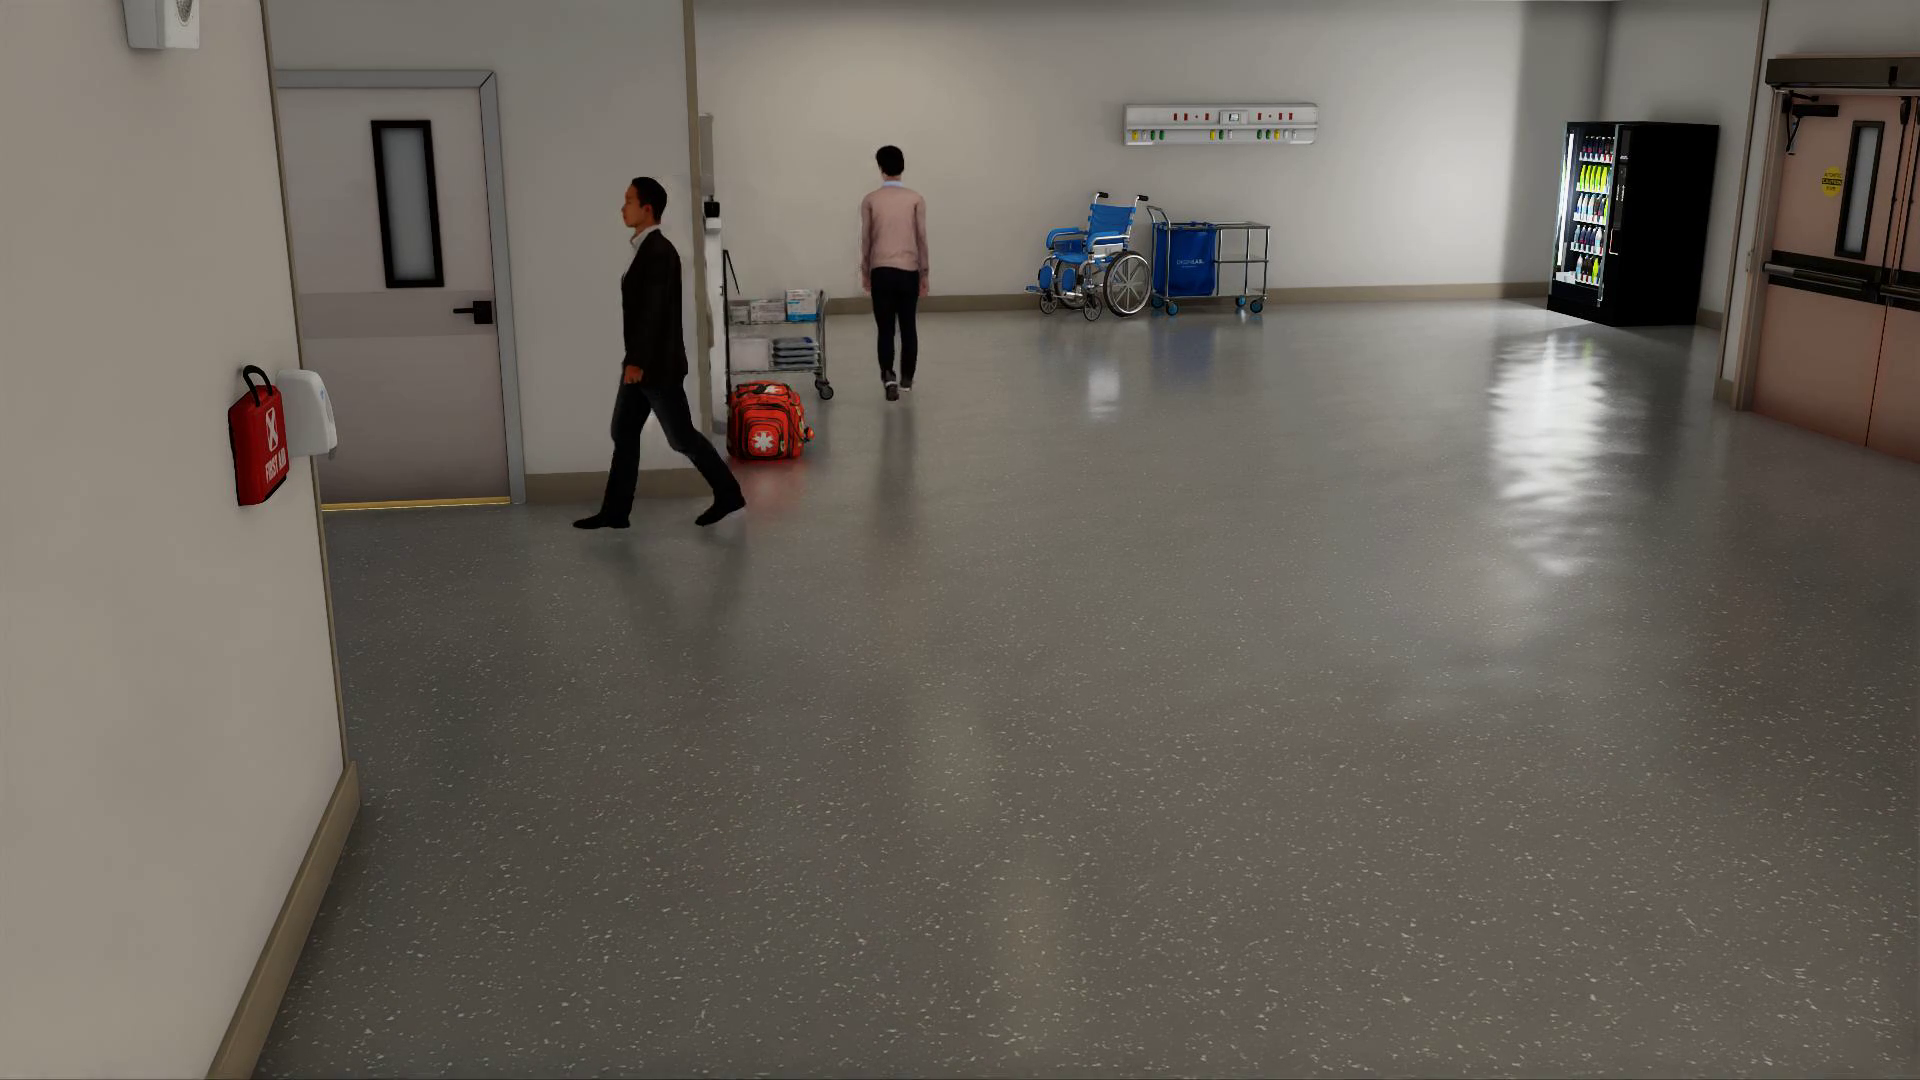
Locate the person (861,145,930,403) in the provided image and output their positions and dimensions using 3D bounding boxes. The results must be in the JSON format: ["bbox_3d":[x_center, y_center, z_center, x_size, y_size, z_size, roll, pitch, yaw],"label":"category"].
[{"bbox_3d":[-0.481,-1.839,11.741,0.720,1.767,1.185,0,16,-1],"label":"person"}]

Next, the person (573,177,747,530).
[{"bbox_3d":[-1.448,-0.896,8.393,0.959,1.768,1.139,-8,18,-26],"label":"person"}]
